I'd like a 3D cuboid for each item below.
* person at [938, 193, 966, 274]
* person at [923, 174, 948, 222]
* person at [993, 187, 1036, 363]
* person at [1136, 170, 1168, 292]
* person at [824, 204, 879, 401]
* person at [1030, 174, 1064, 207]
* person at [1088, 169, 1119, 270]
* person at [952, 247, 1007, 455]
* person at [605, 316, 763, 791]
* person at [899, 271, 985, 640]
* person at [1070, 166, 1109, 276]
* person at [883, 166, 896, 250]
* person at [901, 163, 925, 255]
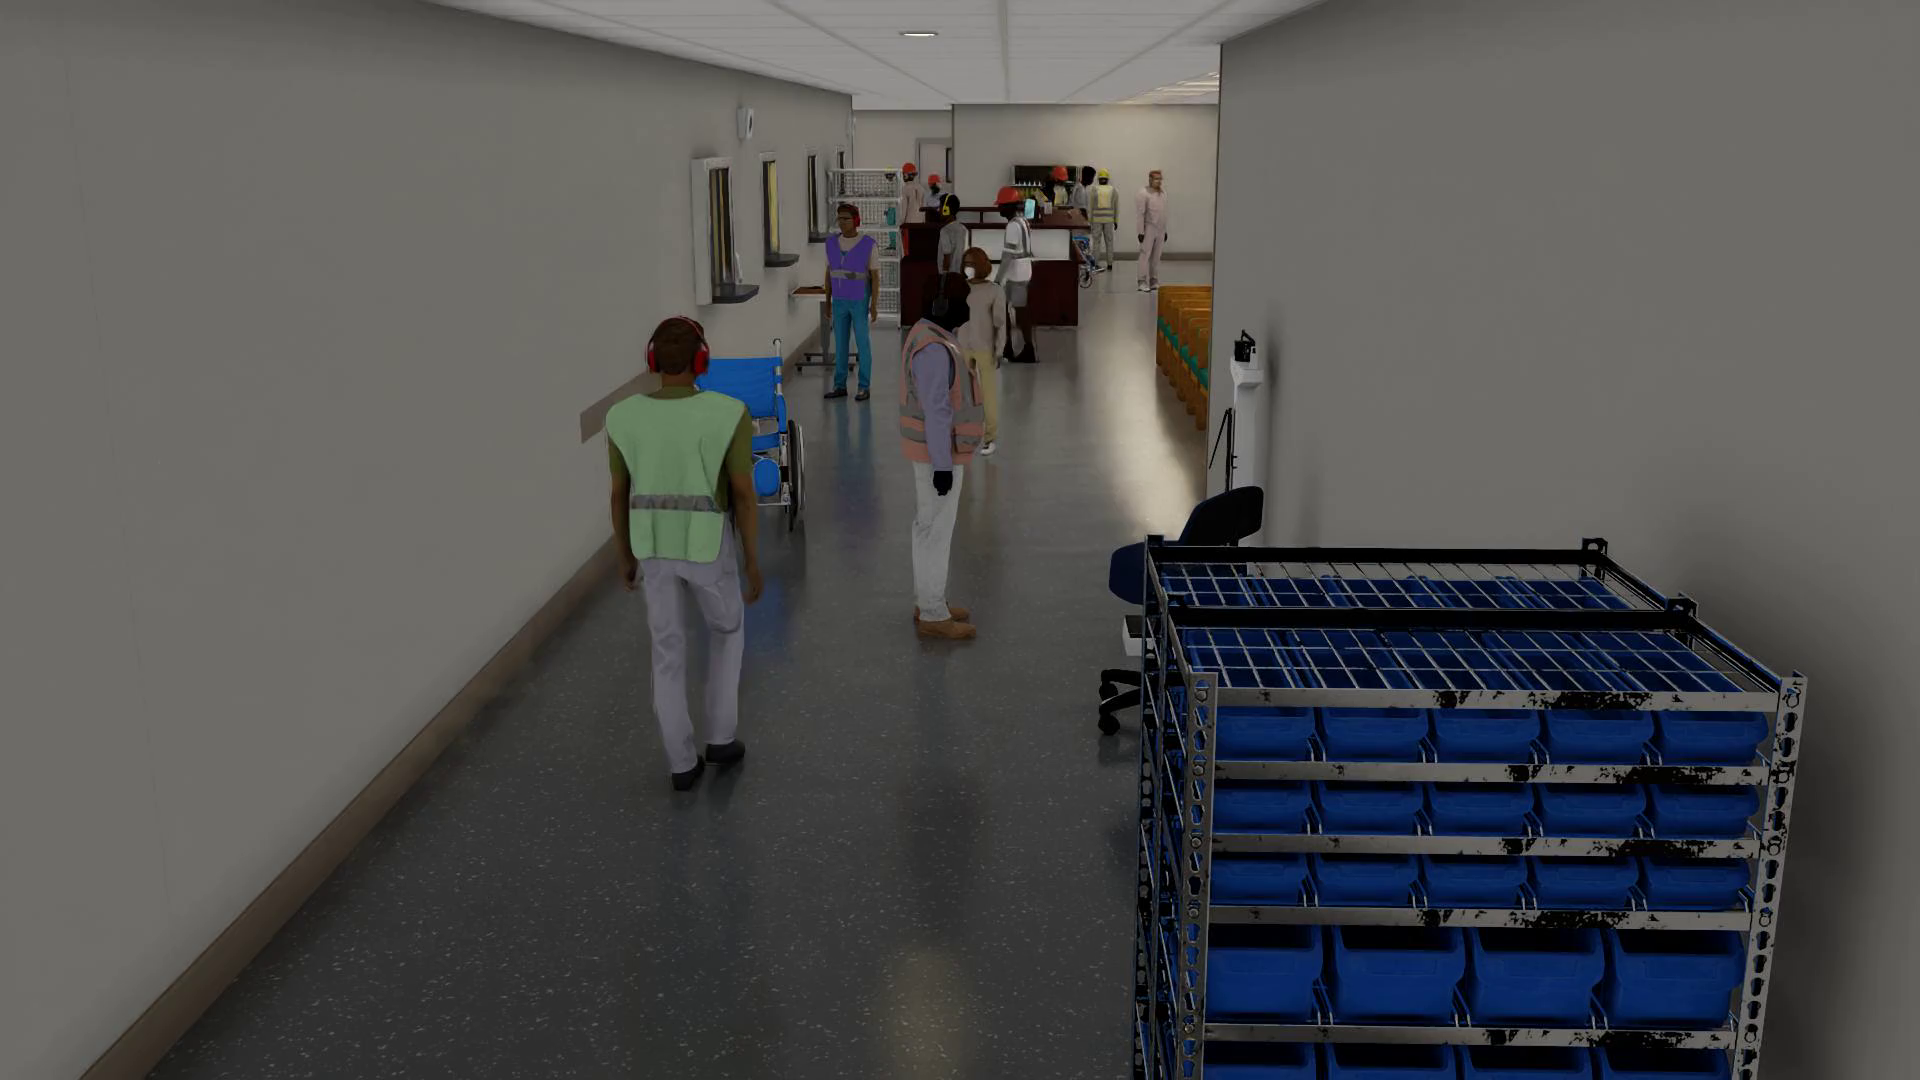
[{"bbox_3d":[-0.116,-2.711,17.583,0.328,1.872,0.513,5,15,21],"label":"person"},{"bbox_3d":[-0.470,-5.735,30.148,0.581,1.731,0.624,11,18,38],"label":"person"},{"bbox_3d":[0.534,-2.892,18.243,0.701,1.909,0.573,1,14,4],"label":"person"},{"bbox_3d":[3.078,-4.911,26.441,0.651,1.904,0.403,-12,18,-40],"label":"person"},{"bbox_3d":[-1.021,-2.251,15.764,0.564,1.847,0.396,7,15,26],"label":"person"},{"bbox_3d":[1.418,-4.976,26.857,0.625,1.838,0.430,-7,15,-26],"label":"person"},{"bbox_3d":[2.602,-5.849,30.393,0.601,1.831,0.404,-2,14,-8],"label":"person"},{"bbox_3d":[0.123,-1.483,13.088,0.507,1.632,0.265,7,16,27],"label":"person"},{"bbox_3d":[-1.047,0.042,6.488,0.606,1.824,0.605,1,14,5],"label":"person"},{"bbox_3d":[-0.089,-0.428,8.381,0.429,1.840,0.633,-1,14,-3],"label":"person"},{"bbox_3d":[2.183,-5.535,28.950,0.942,1.909,0.685,0,14,2],"label":"person"},{"bbox_3d":[-1.482,-7.072,35.497,0.321,1.765,0.533,7,15,25],"label":"person"},{"bbox_3d":[-0.824,-5.224,27.523,0.376,1.995,0.608,10,17,35],"label":"person"}]
